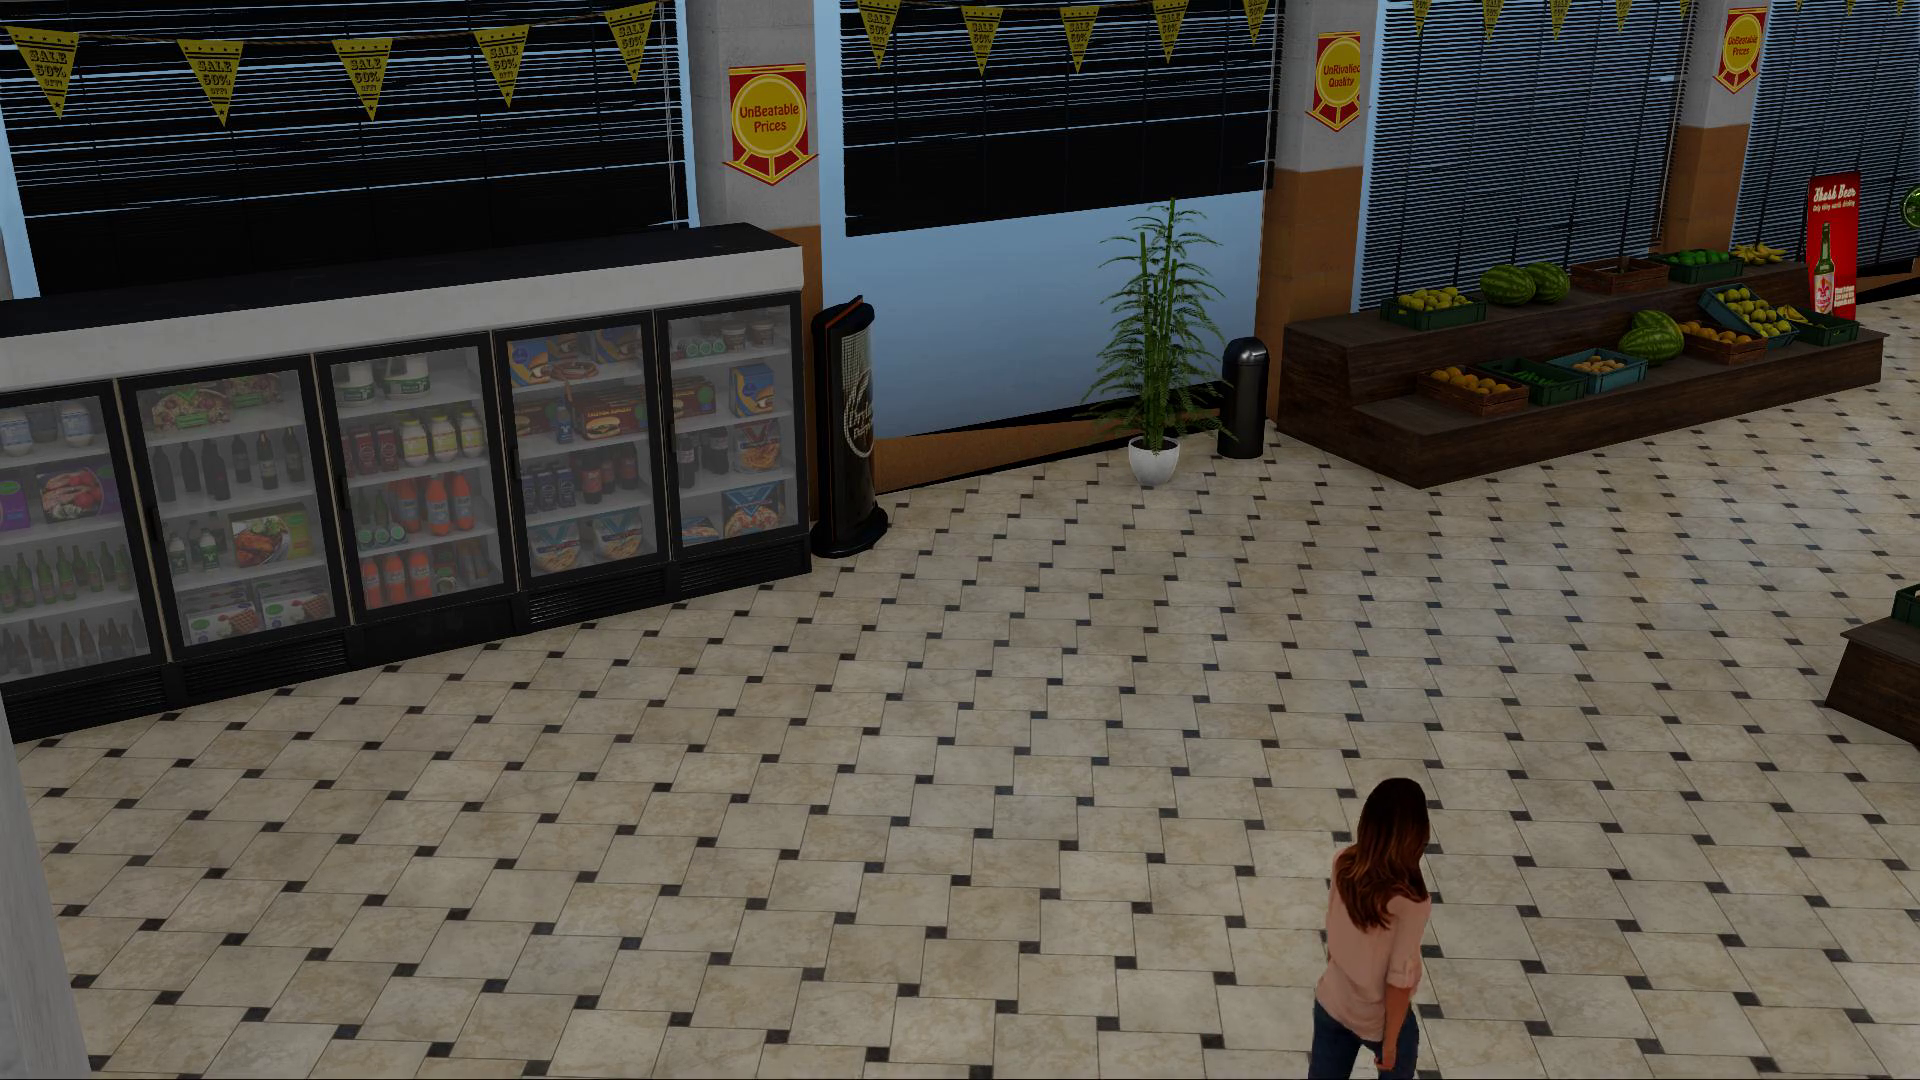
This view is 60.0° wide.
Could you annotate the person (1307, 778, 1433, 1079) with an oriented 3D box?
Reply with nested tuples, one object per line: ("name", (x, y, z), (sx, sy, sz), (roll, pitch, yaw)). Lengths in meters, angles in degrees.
("person", (1.318, 1.663, 5.700), (1.159, 1.750, 0.677), (-16, 27, -35))
